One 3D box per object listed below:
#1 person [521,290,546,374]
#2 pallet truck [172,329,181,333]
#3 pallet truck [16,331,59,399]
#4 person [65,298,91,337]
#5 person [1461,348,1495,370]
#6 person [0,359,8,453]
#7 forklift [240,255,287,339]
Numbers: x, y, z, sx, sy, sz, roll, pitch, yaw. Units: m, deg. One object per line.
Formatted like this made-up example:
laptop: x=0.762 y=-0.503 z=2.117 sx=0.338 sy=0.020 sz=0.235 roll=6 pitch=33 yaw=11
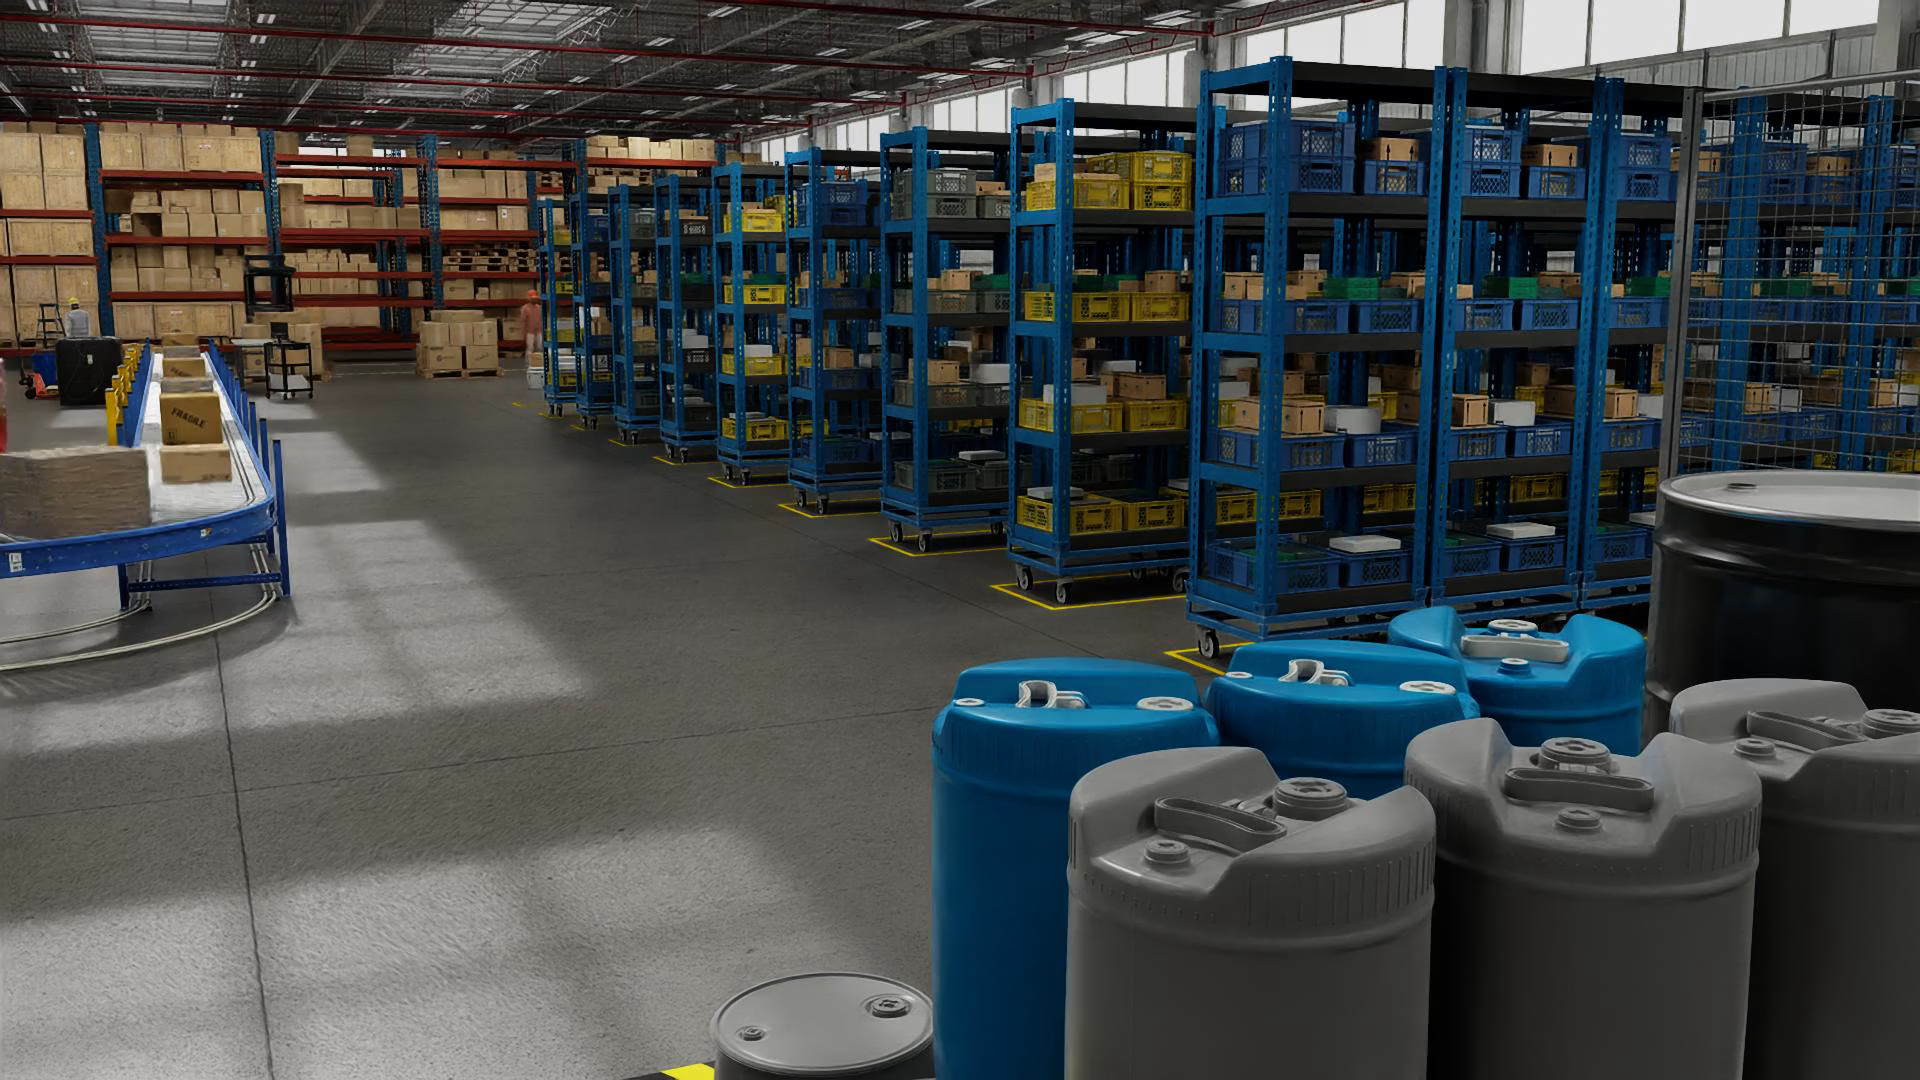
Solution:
person: x=-10.079 y=-4.921 z=39.359 sx=0.397 sy=1.992 sz=0.622 roll=9 pitch=13 yaw=43
pallet truck: x=-17.275 y=-3.851 z=35.096 sx=1.601 sy=1.201 sz=0.680 roll=0 pitch=9 yaw=1
pallet truck: x=-17.082 y=-3.353 z=31.781 sx=1.630 sy=1.274 sz=0.653 roll=-4 pitch=10 yaw=-25
person: x=-20.242 y=-4.641 z=38.154 sx=0.403 sy=1.823 sz=0.586 roll=5 pitch=11 yaw=30
person: x=6.094 y=-1.652 z=19.637 sx=0.573 sy=1.821 sz=0.835 roll=-3 pitch=10 yaw=-20
person: x=-11.204 y=-1.540 z=19.221 sx=0.647 sy=1.720 sz=0.442 roll=2 pitch=9 yaw=15
forklift: x=-16.926 y=-5.566 z=40.622 sx=1.129 sy=2.768 sz=1.873 roll=-6 pitch=11 yaw=-32
